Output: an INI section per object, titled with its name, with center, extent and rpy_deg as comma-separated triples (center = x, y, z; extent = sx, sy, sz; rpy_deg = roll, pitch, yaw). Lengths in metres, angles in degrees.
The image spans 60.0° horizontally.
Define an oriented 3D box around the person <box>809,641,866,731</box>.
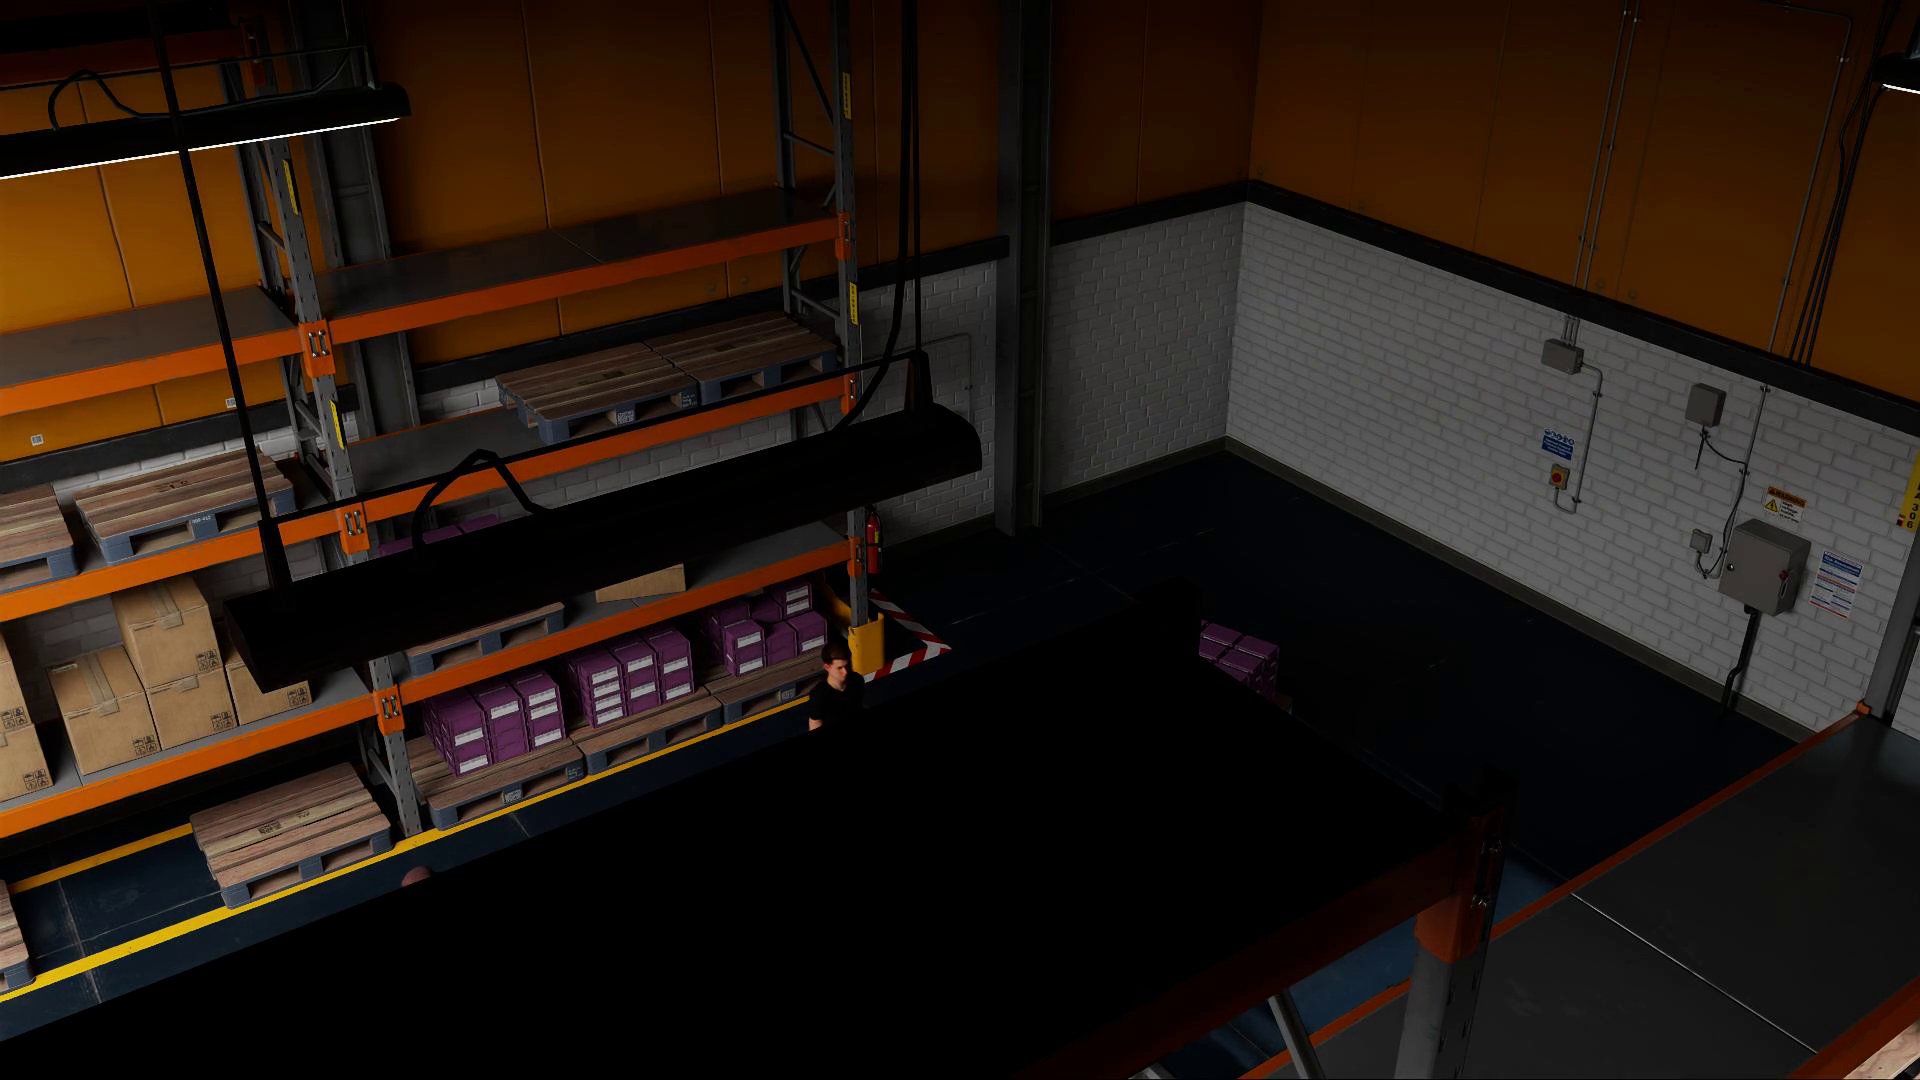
[person]
center = -0.864, 1.514, 11.913
extent = 0.568, 1.861, 0.762
rpy_deg = -25, 37, -38
